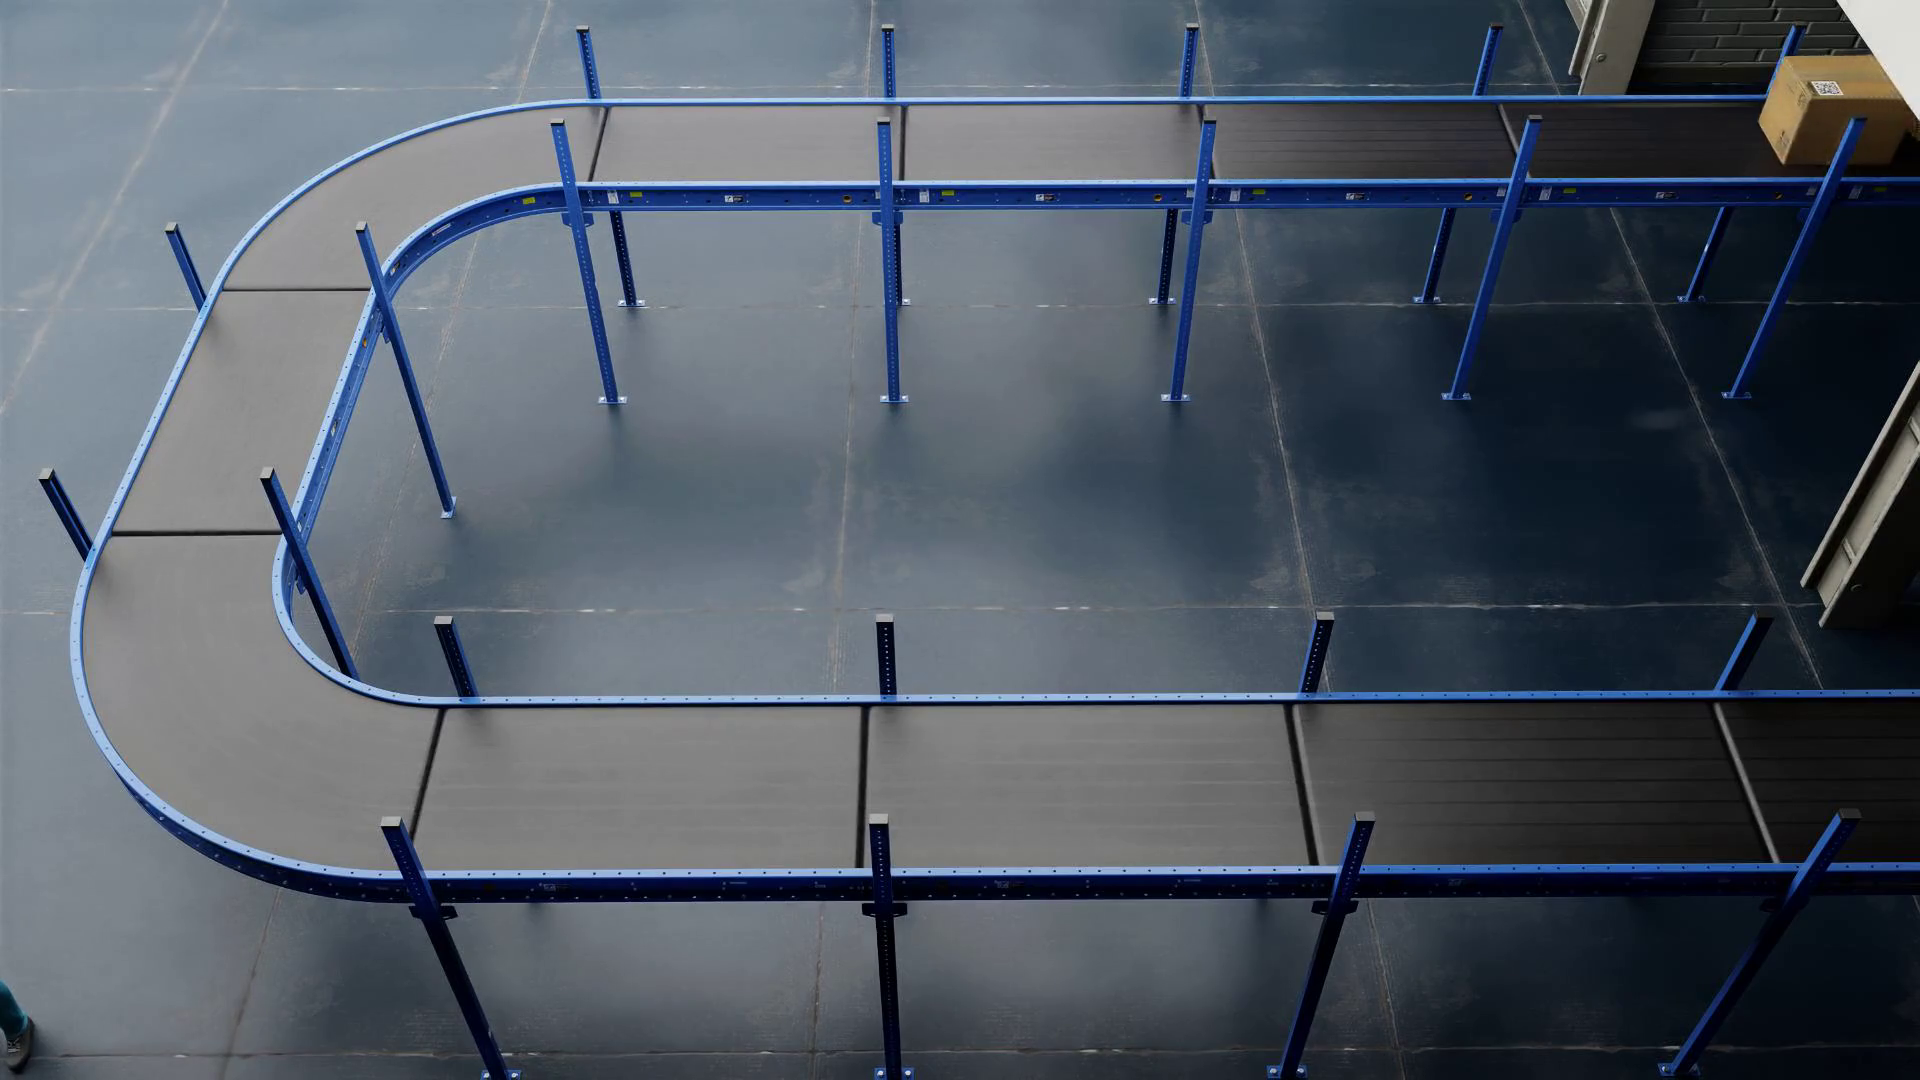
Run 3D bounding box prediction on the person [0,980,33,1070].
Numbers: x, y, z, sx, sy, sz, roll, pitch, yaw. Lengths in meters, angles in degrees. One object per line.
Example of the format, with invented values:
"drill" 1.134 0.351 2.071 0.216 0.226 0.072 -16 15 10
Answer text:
"person" -4.949 1.957 8.194 0.563 1.837 0.382 0 47 0
